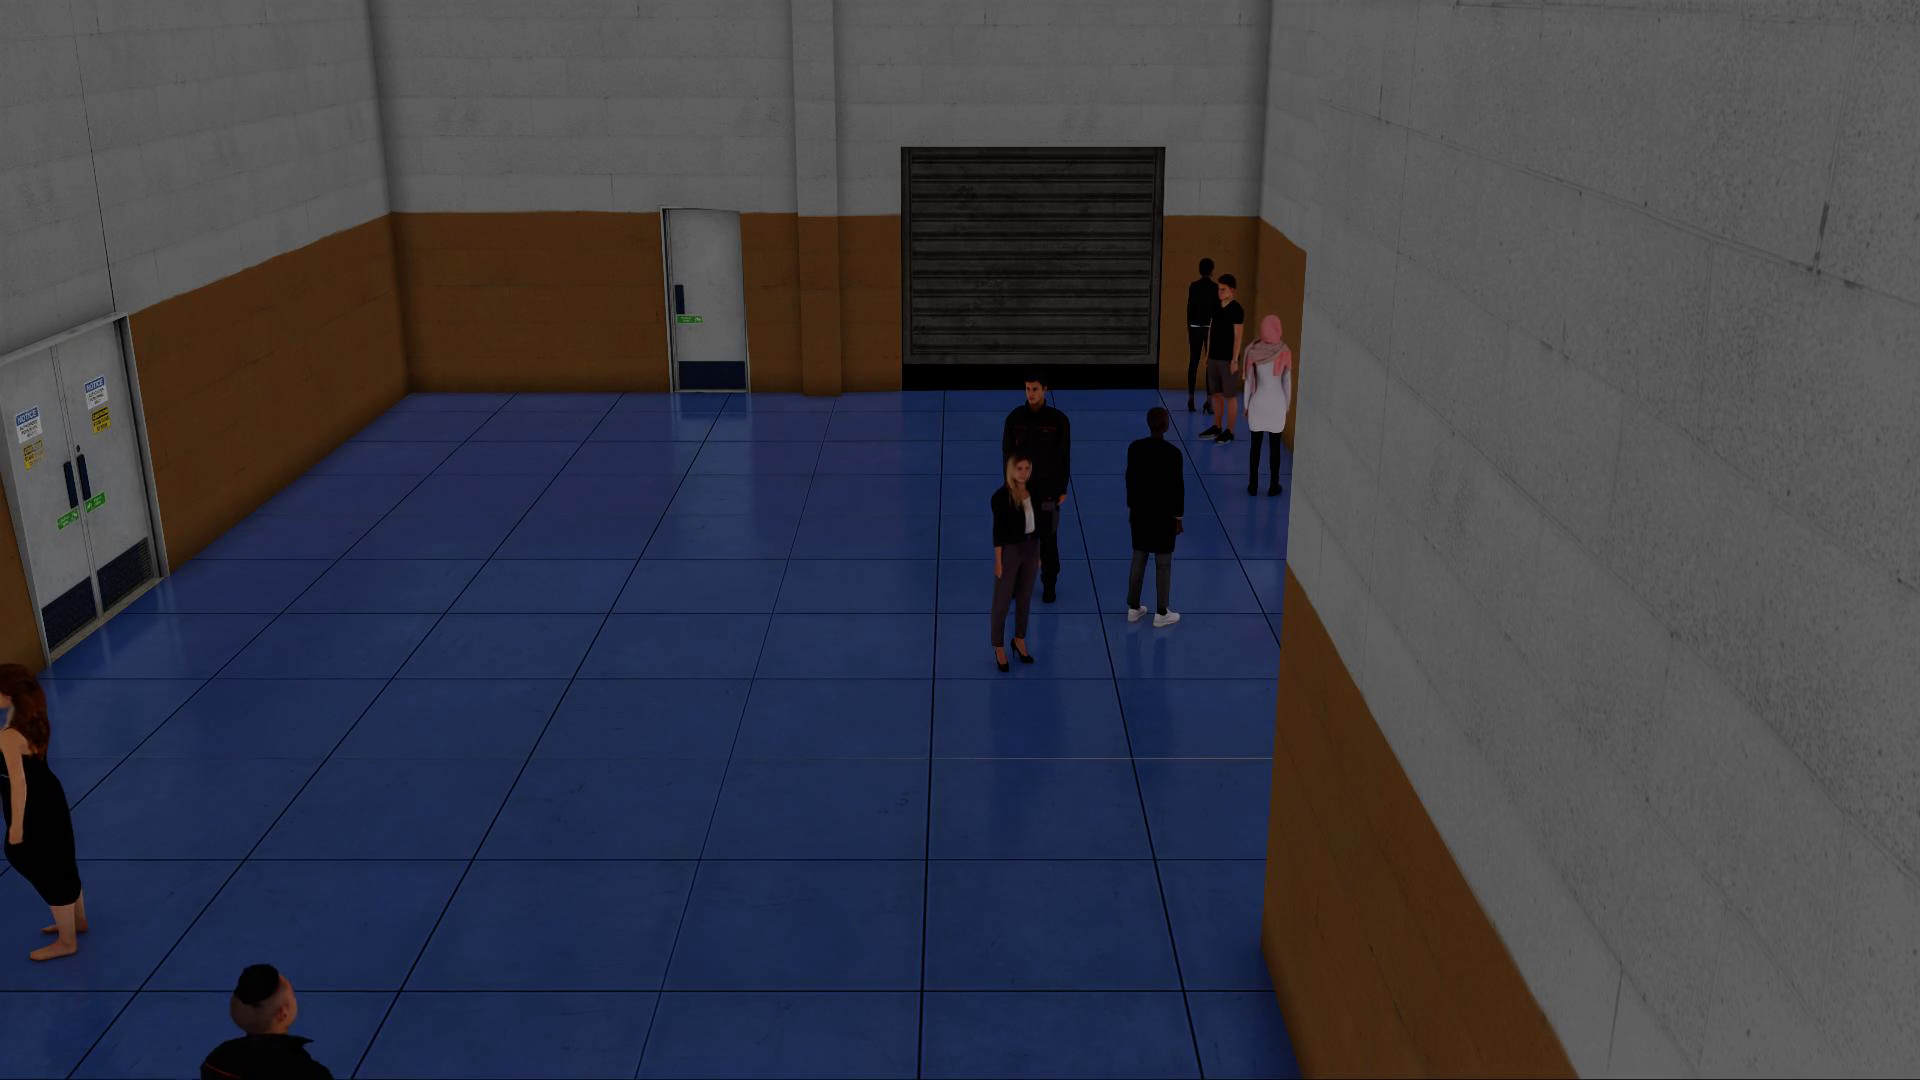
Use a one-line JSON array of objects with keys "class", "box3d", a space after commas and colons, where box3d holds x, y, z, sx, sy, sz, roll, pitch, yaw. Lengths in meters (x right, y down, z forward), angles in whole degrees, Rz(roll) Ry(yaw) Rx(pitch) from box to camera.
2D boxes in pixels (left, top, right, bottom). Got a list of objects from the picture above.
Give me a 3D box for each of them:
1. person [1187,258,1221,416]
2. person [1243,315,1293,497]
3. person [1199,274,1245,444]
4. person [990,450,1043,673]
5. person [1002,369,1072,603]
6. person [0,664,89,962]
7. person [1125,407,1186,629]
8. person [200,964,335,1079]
[{"class": "person", "box3d": [2.856, -2.384, 19.484, 0.647, 1.836, 0.751, 12, 22, 32]}, {"class": "person", "box3d": [3.026, -1.320, 16.379, 0.617, 1.804, 0.753, 5, 19, 14]}, {"class": "person", "box3d": [2.934, -2.022, 18.370, 0.773, 1.861, 0.758, -11, 22, -30]}, {"class": "person", "box3d": [0.409, 0.138, 12.268, 0.650, 1.667, 0.736, -13, 23, -35]}, {"class": "person", "box3d": [0.623, -0.459, 13.604, 0.635, 1.945, 0.826, 5, 19, 15]}, {"class": "person", "box3d": [-4.773, 1.391, 8.616, 0.608, 1.626, 0.606, -3, 19, -9]}, {"class": "person", "box3d": [1.517, -0.192, 13.099, 0.690, 1.761, 0.793, 13, 22, 33]}, {"class": "person", "box3d": [-2.291, 2.278, 5.630, 1.208, 1.830, 1.182, 12, 22, 31]}]
